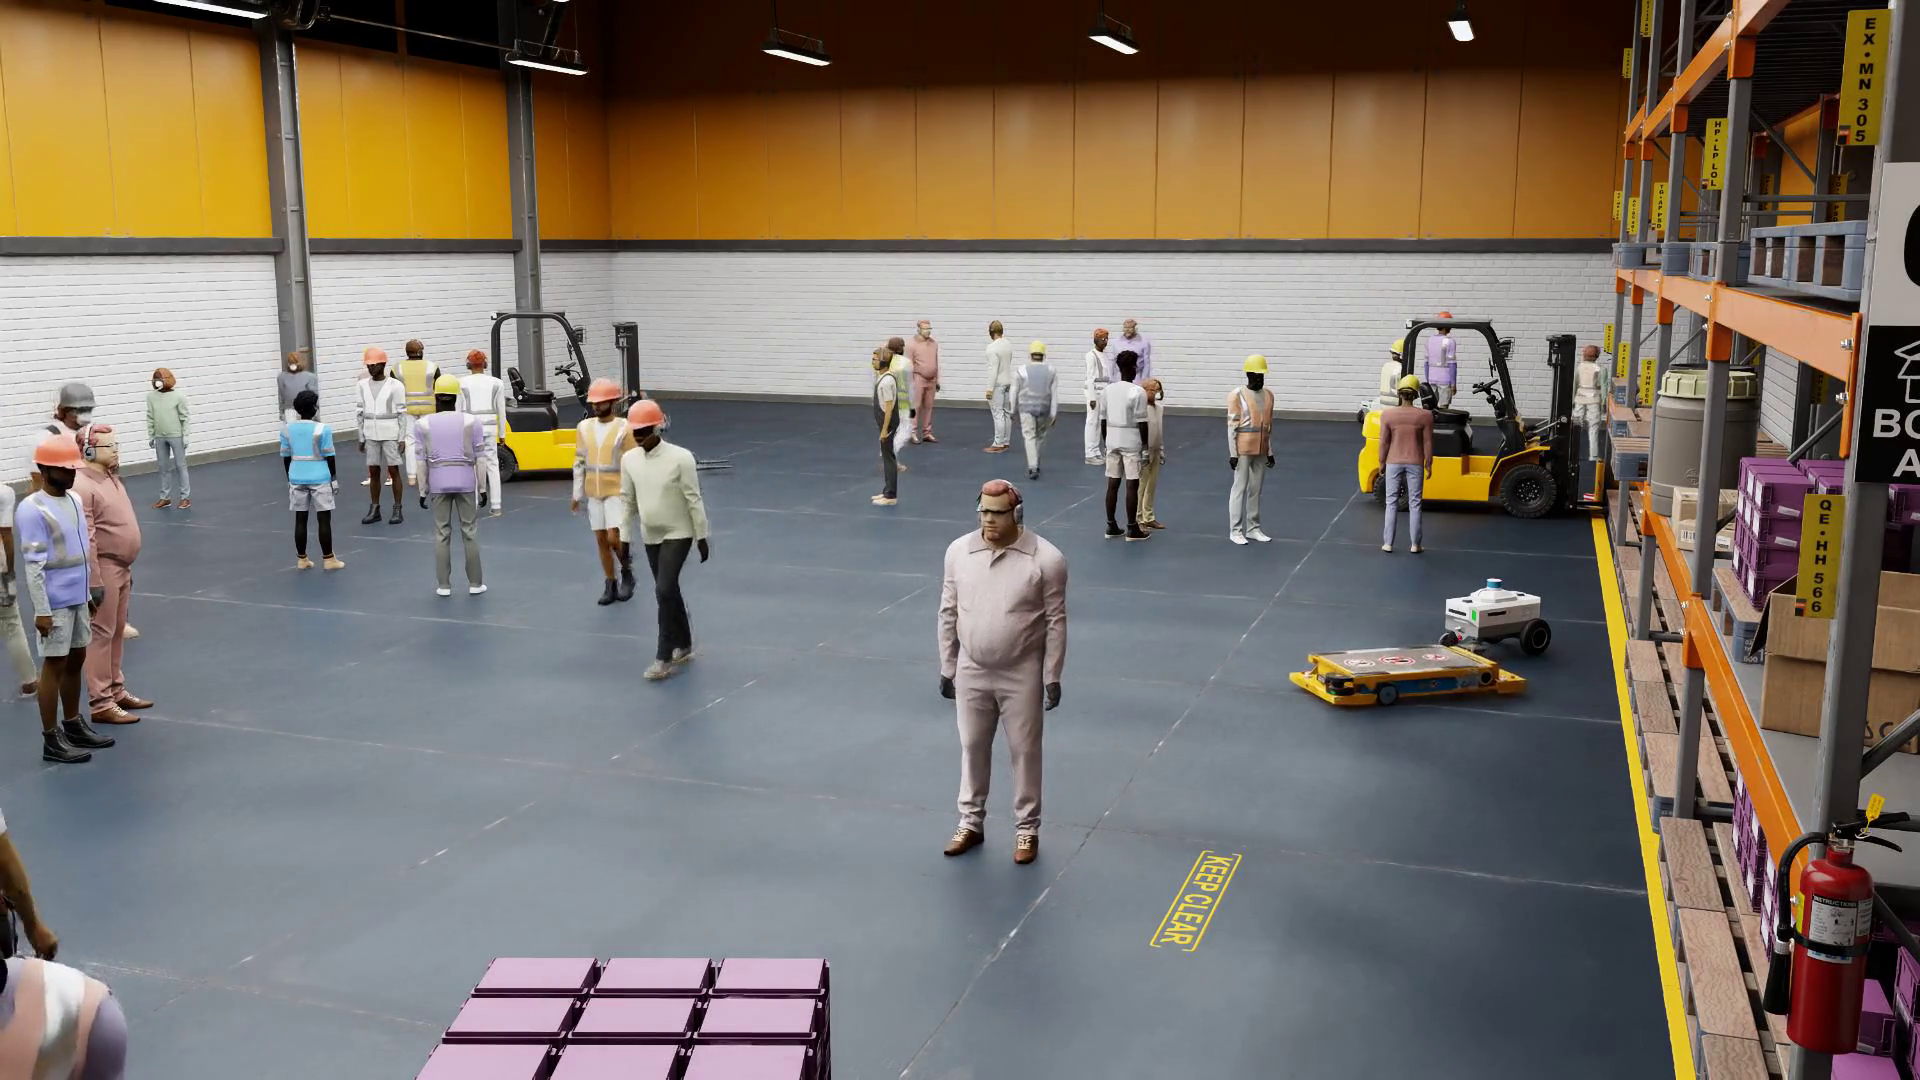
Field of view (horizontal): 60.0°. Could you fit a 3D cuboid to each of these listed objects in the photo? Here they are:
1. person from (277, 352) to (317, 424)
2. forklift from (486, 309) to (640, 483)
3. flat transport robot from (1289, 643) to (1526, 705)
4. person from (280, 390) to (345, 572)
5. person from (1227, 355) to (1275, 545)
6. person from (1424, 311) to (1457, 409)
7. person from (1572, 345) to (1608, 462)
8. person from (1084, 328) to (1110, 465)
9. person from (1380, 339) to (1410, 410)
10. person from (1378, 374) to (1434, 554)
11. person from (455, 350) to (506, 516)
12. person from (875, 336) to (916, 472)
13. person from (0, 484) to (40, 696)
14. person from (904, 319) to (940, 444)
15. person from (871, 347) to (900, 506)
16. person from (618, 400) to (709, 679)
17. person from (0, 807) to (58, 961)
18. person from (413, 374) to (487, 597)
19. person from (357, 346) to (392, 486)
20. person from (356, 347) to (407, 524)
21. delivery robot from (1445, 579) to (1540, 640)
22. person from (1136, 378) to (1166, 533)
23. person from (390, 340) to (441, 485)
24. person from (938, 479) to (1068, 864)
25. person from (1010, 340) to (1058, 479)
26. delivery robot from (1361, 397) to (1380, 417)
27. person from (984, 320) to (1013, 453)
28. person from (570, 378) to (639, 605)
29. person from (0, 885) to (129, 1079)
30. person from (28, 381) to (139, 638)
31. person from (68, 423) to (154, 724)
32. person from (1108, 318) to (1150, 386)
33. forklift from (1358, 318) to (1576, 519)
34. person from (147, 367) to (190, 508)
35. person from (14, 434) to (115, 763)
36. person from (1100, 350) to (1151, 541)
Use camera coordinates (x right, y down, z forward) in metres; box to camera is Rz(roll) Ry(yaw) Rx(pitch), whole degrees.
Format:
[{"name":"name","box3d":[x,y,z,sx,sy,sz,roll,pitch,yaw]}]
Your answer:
[{"name":"person","box3d":[-9.022,-1.780,22.701,0.502,1.604,0.765,-2,10,-13]},{"name":"forklift","box3d":[-5.354,-1.902,21.697,2.313,2.155,1.214,-2,10,-13]},{"name":"flat transport robot","box3d":[3.038,0.903,11.316,1.431,0.197,0.652,-3,10,-15]},{"name":"person","box3d":[-6.025,-0.544,15.453,0.532,1.697,0.319,1,10,8]},{"name":"person","box3d":[2.972,-0.922,16.931,0.587,1.928,0.363,-7,12,-33]},{"name":"person","box3d":[7.167,-2.370,24.749,0.367,2.048,0.607,-5,11,-28]},{"name":"person","box3d":[8.815,-1.901,23.325,0.347,1.633,0.555,-10,14,-44]},{"name":"person","box3d":[1.910,-1.990,23.070,0.359,1.884,0.573,5,11,24]},{"name":"person","box3d":[5.638,-1.680,21.512,0.404,1.823,0.591,-3,10,-14]},{"name":"person","box3d":[4.386,-0.743,16.379,0.533,1.768,0.310,3,10,16]},{"name":"person","box3d":[-5.355,-1.187,18.592,0.567,1.878,0.359,-5,11,-27]},{"name":"person","box3d":[-0.880,-1.781,22.055,0.636,1.824,0.545,8,13,39]},{"name":"person","box3d":[-6.366,0.226,10.817,0.492,1.819,0.940,-2,10,-13]},{"name":"person","box3d":[-0.552,-2.423,25.449,0.652,1.904,0.403,-9,14,-42]},{"name":"person","box3d":[-0.876,-1.319,19.398,0.347,1.847,0.505,0,10,-2]},{"name":"person","box3d":[-2.148,-0.016,11.739,0.649,1.948,0.868,5,11,27]},{"name":"person","box3d":[-3.172,1.220,5.198,0.589,1.814,0.802,2,10,9]},{"name":"person","box3d":[-4.382,-0.465,14.355,0.585,1.929,0.370,-2,10,-13]},{"name":"person","box3d":[-7.365,-1.561,20.990,0.534,1.766,0.318,2,10,13]},{"name":"person","box3d":[-6.290,-1.132,18.081,0.547,1.939,0.376,1,10,6]},{"name":"delivery robot","box3d":[3.953,0.532,12.344,0.707,0.478,0.477,-5,11,-26]},{"name":"person","box3d":[2.014,-0.902,17.645,0.280,1.633,0.500,8,13,37]},{"name":"person","box3d":[-6.868,-1.614,21.082,0.624,1.841,0.430,-2,10,-12]},{"name":"person","box3d":[0.191,0.644,8.179,0.652,1.904,0.402,3,11,19]},{"name":"person","box3d":[0.979,-1.702,21.716,0.590,1.799,0.902,-1,10,-7]},{"name":"delivery robot","box3d":[7.113,-2.234,27.919,0.707,0.478,0.477,-3,11,-16]},{"name":"person","box3d":[0.555,-2.239,24.327,0.375,1.936,0.627,5,11,26]},{"name":"person","box3d":[-2.987,-0.396,13.991,0.552,1.922,0.406,3,11,18]},{"name":"person","box3d":[-2.078,1.517,3.535,0.622,1.810,0.859,-4,11,-19]},{"name":"person","box3d":[-6.822,-0.259,12.876,0.853,2.000,0.686,6,12,31]},{"name":"person","box3d":[-5.438,0.209,10.621,0.407,1.910,0.638,-2,10,-11]},{"name":"person","box3d":[2.645,-2.541,26.175,0.652,1.891,0.460,4,11,21]},{"name":"forklift","box3d":[5.787,-1.437,19.079,2.313,2.155,1.214,3,11,19]},{"name":"person","box3d":[-9.121,-1.175,19.180,0.501,1.633,0.283,1,10,7]},{"name":"person","box3d":[-5.268,0.338,9.815,0.371,1.933,0.551,0,10,1]},{"name":"person","box3d":[1.710,-0.965,17.109,0.622,1.968,0.421,10,14,44]}]
